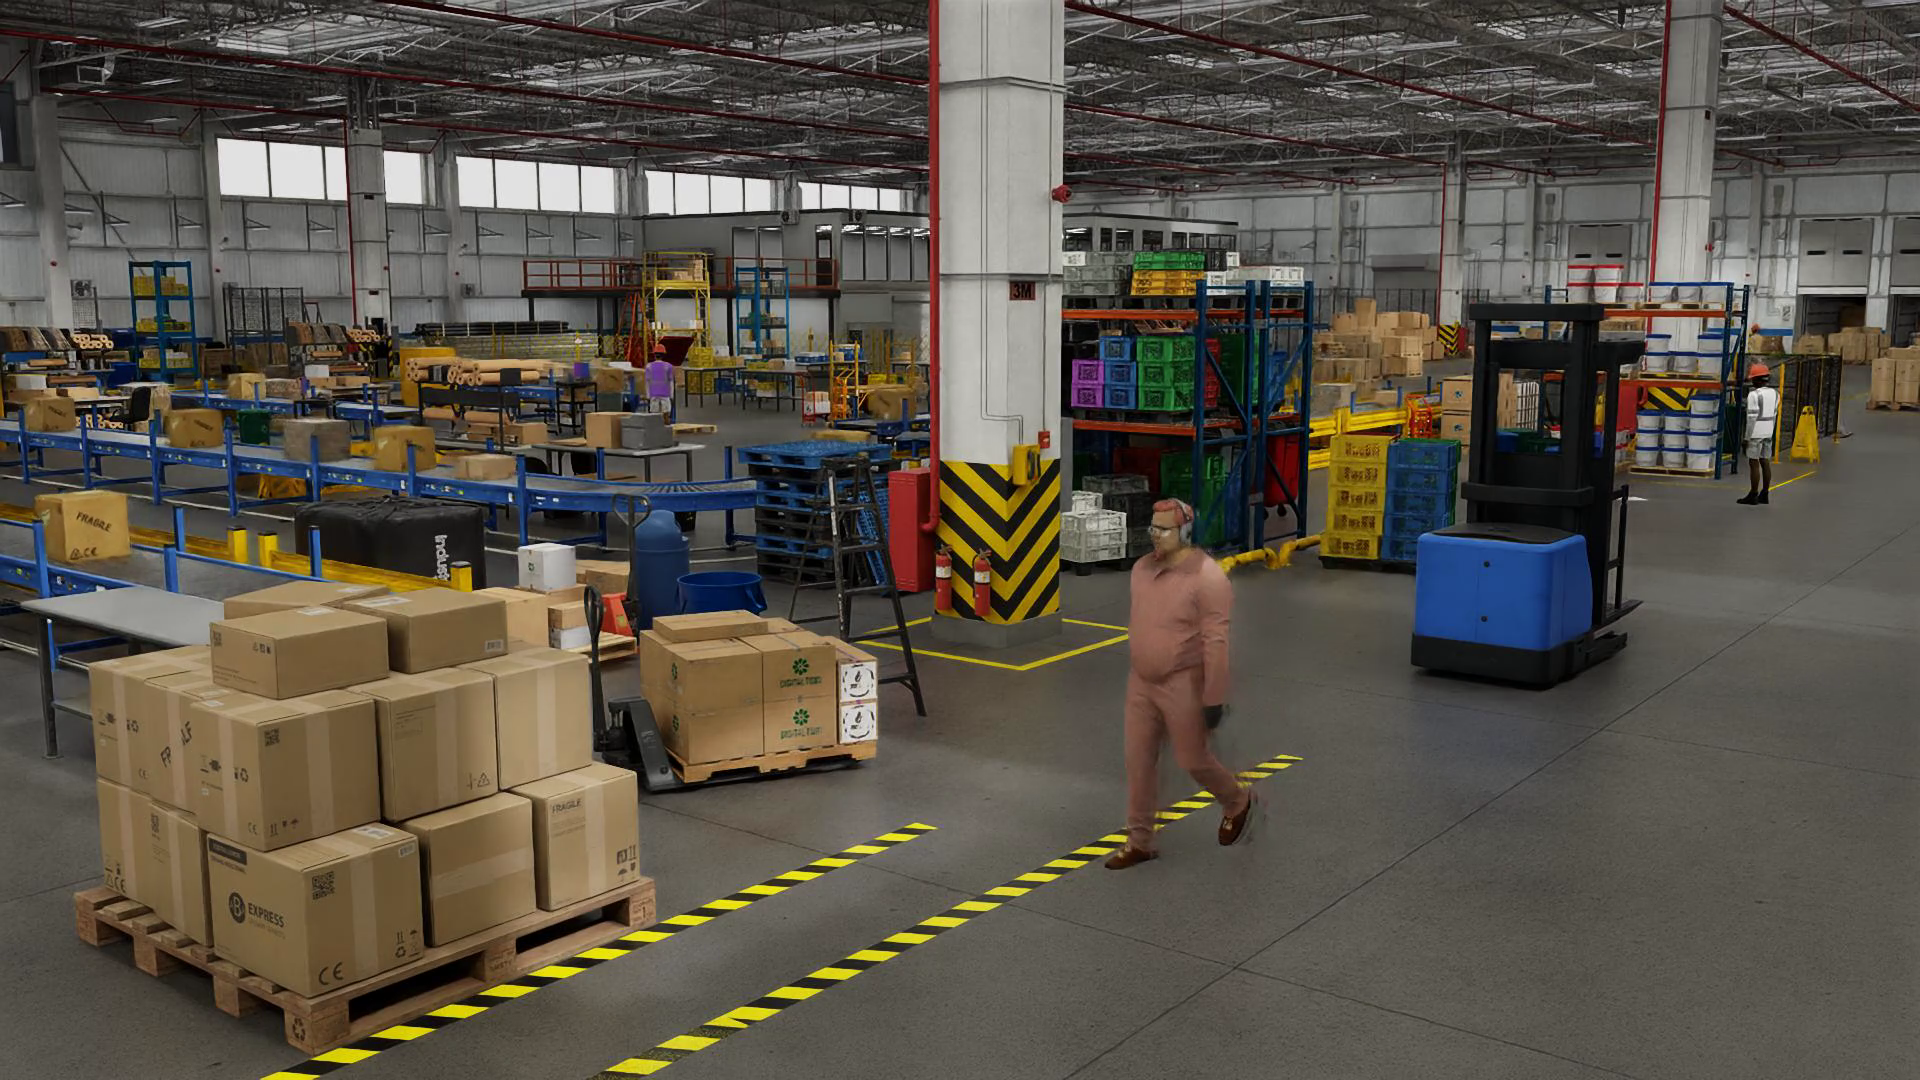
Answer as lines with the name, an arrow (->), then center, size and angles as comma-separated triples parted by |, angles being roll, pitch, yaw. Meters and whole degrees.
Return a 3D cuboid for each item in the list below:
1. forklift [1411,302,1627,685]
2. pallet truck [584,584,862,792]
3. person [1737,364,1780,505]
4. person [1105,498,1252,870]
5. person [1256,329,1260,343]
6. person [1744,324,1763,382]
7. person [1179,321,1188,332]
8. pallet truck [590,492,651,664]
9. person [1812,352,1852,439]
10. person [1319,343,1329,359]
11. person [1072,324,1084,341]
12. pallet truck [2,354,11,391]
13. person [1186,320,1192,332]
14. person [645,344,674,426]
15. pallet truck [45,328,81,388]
forklift -> 4.379, -0.438, 12.852 | 1.129, 2.768, 1.873 | 7, 11, 37
pallet truck -> -1.426, 0.805, 10.019 | 1.601, 1.201, 0.680 | -4, 9, -26
person -> 10.935, -1.443, 22.806 | 0.543, 1.932, 0.370 | -4, 10, -27
person -> 1.124, 0.713, 8.457 | 0.822, 1.883, 0.650 | -7, 11, -39
person -> 12.403, -8.163, 68.402 | 0.520, 1.844, 0.330 | 2, 9, 13
person -> 25.839, -6.052, 53.980 | 0.550, 1.916, 0.878 | -3, 9, -20
person -> 8.219, -7.031, 60.553 | 0.691, 1.917, 0.547 | -1, 8, -6
pallet truck -> -3.115, 0.344, 12.883 | 0.653, 1.274, 1.630 | 7, 11, 37
person -> 17.284, -2.852, 33.014 | 0.530, 1.725, 0.929 | -3, 9, -21
person -> 9.620, -4.362, 43.549 | 0.502, 1.617, 0.524 | 1, 8, 3
person -> 4.188, -6.591, 57.800 | 0.918, 1.844, 0.591 | -4, 9, -22
pallet truck -> -24.881, -4.417, 42.634 | 1.885, 1.965, 0.823 | 8, 11, 41
person -> 8.912, -7.633, 64.763 | 0.989, 1.867, 0.602 | -1, 9, -9
person -> -5.715, -2.763, 31.704 | 0.544, 1.933, 0.376 | 0, 8, 2
pallet truck -> -23.775, -4.544, 43.495 | 1.885, 1.965, 0.823 | 6, 10, 35
